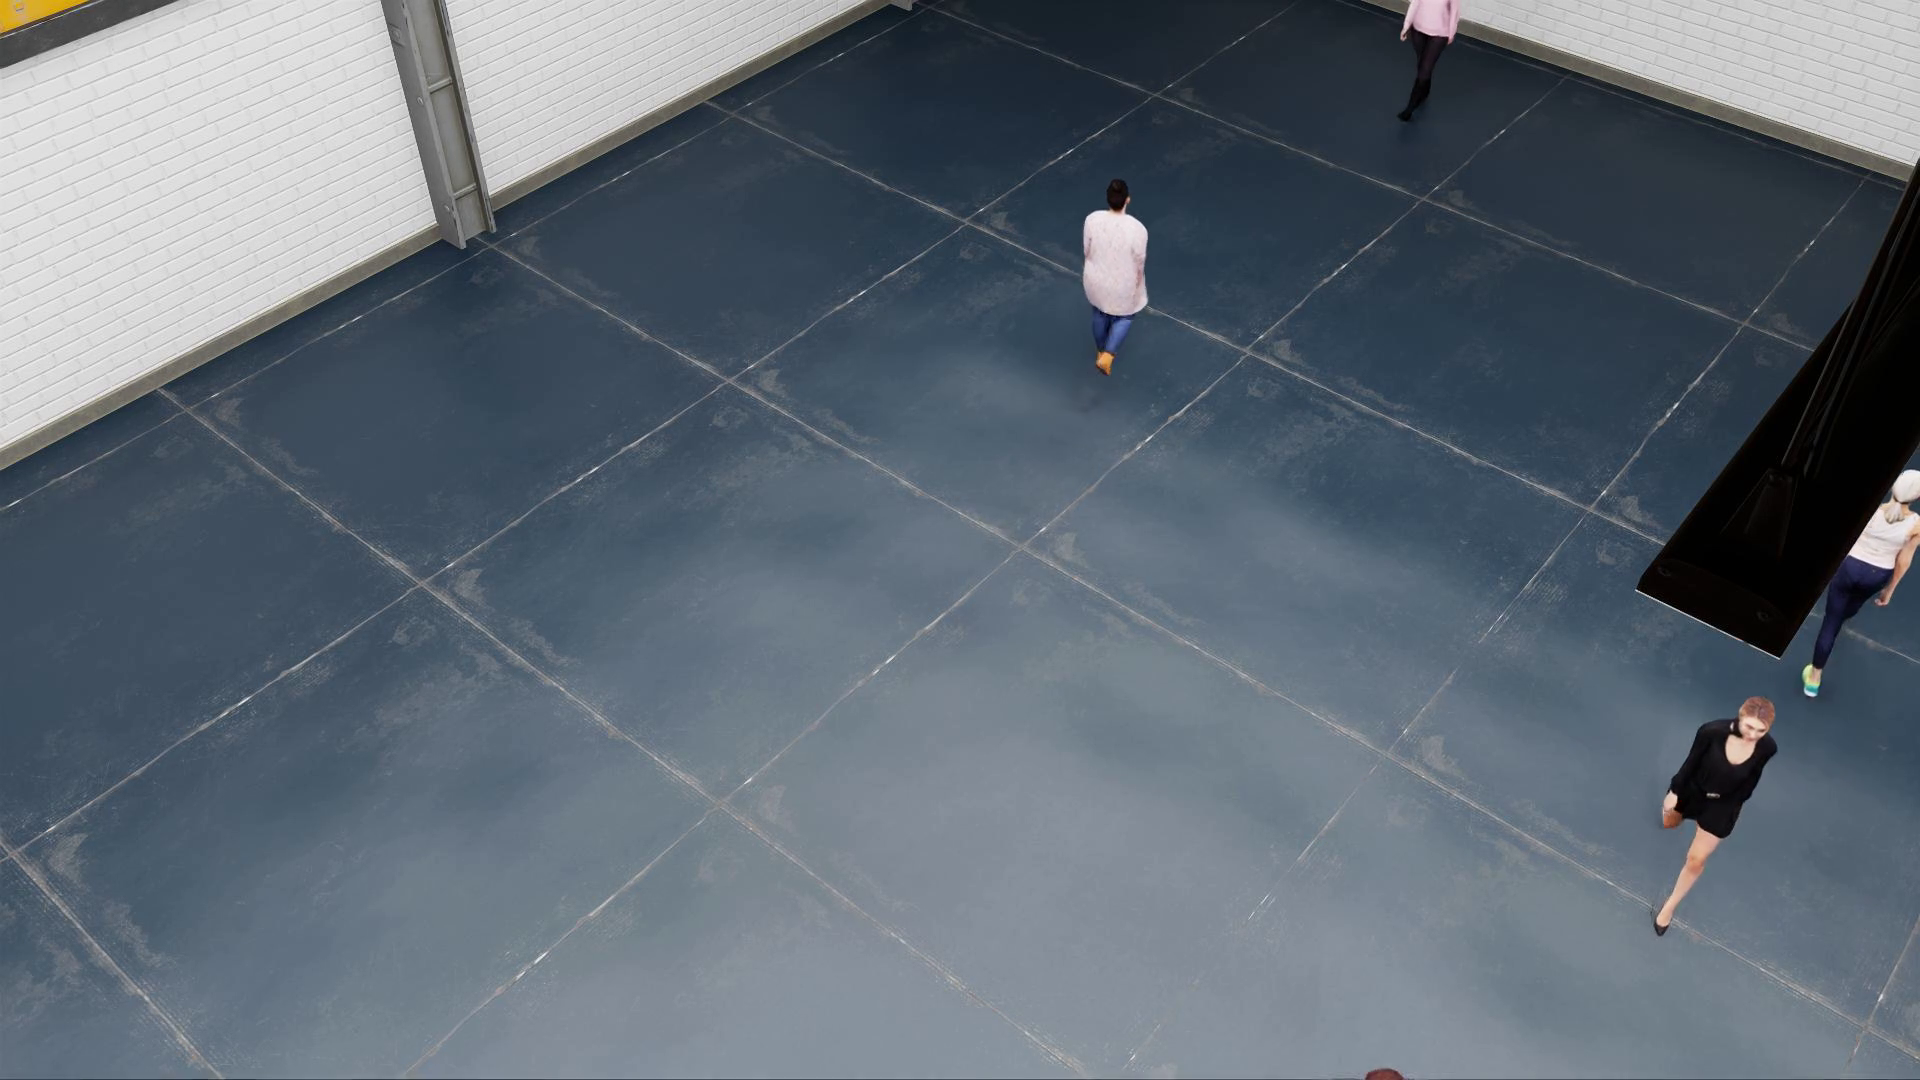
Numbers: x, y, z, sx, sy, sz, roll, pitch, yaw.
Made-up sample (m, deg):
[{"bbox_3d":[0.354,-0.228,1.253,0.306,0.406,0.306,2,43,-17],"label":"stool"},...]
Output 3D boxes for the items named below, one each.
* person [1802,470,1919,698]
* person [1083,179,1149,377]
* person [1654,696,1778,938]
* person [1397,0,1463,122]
[{"bbox_3d":[5.648,0.302,10.478,0.816,1.662,1.190,18,46,18],"label":"person"},{"bbox_3d":[1.148,-1.995,12.841,0.797,1.728,0.925,19,47,19],"label":"person"},{"bbox_3d":[4.147,1.405,9.261,0.774,1.744,1.143,17,46,17],"label":"person"},{"bbox_3d":[4.556,-4.911,15.960,0.613,1.649,1.009,32,52,29],"label":"person"}]
